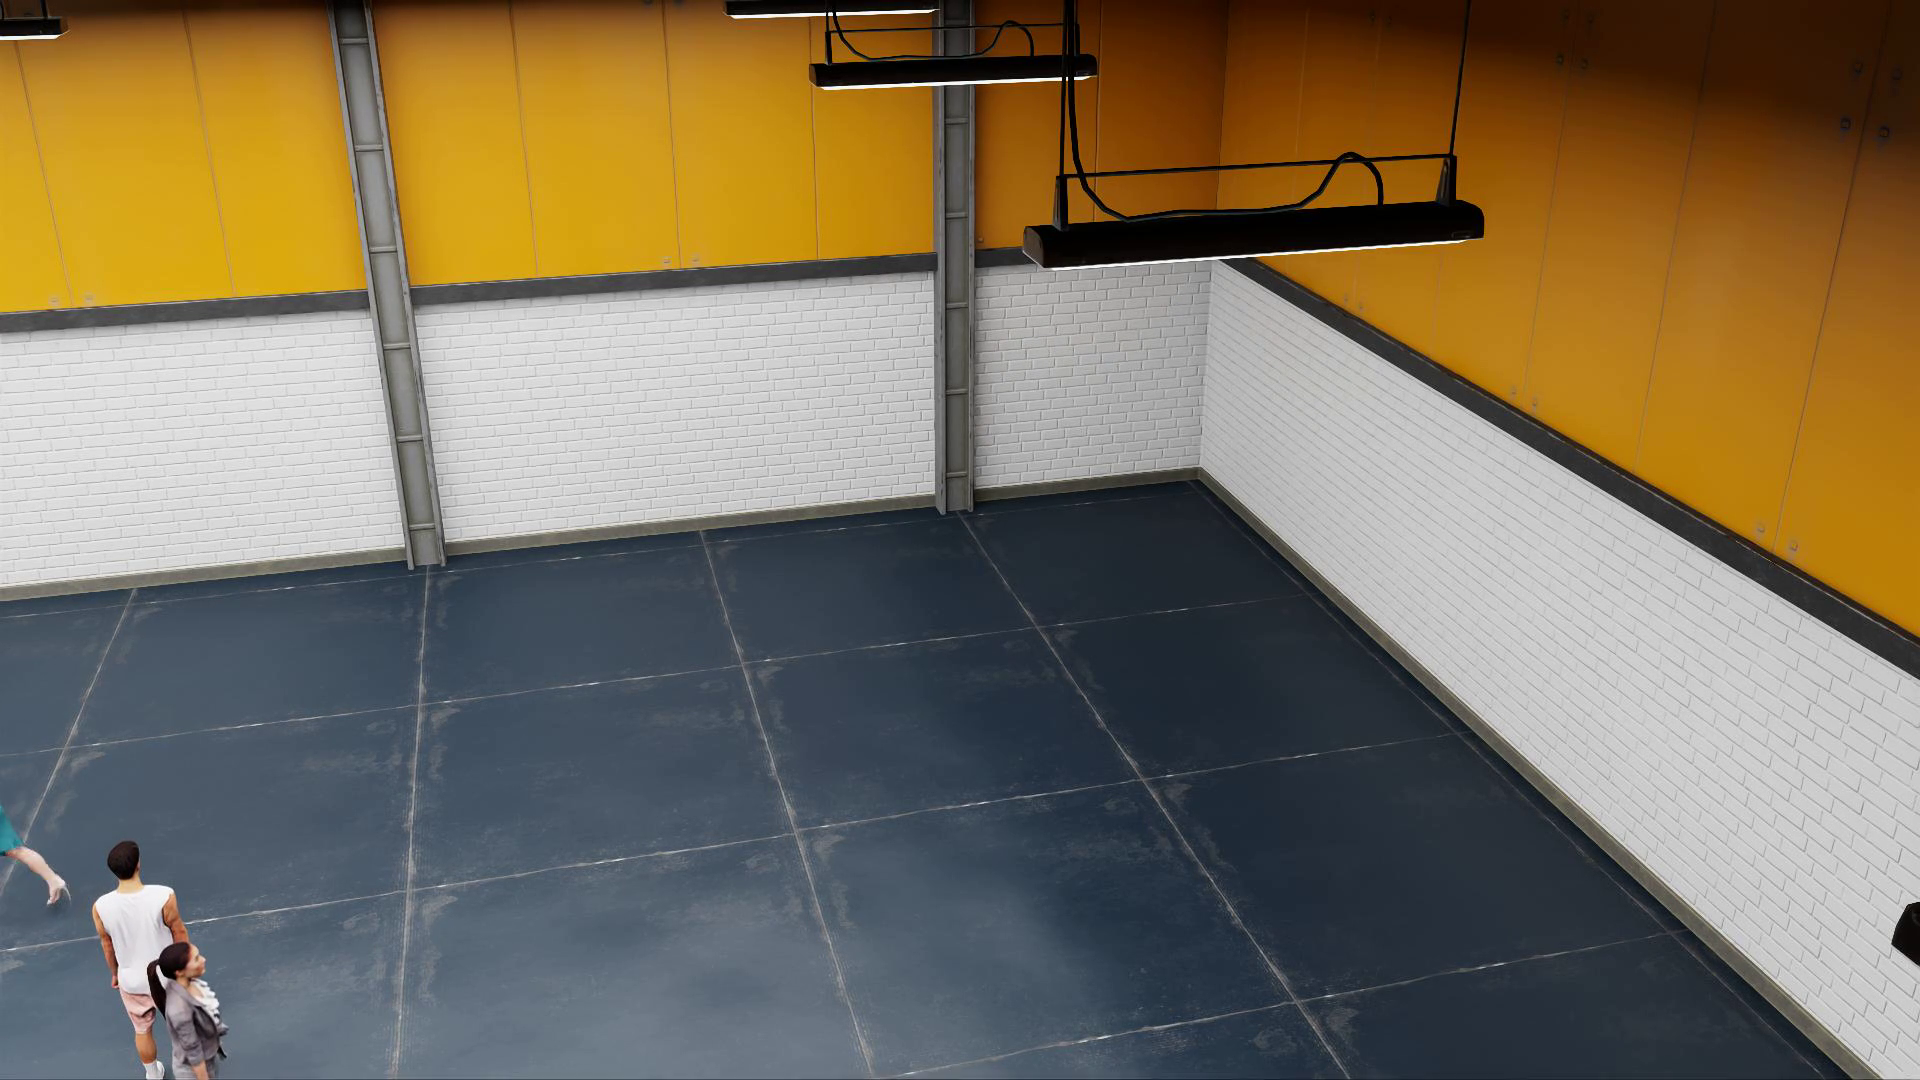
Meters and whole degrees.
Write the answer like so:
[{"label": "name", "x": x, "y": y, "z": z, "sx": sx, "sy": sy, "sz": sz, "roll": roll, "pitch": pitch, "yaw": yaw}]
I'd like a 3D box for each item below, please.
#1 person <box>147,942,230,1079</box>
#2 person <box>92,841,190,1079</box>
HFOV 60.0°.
[{"label": "person", "x": -4.476, "y": 3.065, "z": 9.764, "sx": 0.603, "sy": 1.672, "sz": 0.632, "roll": -9, "pitch": 25, "yaw": -20}, {"label": "person", "x": -5.106, "y": 2.701, "z": 10.455, "sx": 0.485, "sy": 1.786, "sz": 0.703, "roll": -7, "pitch": 25, "yaw": -15}]
